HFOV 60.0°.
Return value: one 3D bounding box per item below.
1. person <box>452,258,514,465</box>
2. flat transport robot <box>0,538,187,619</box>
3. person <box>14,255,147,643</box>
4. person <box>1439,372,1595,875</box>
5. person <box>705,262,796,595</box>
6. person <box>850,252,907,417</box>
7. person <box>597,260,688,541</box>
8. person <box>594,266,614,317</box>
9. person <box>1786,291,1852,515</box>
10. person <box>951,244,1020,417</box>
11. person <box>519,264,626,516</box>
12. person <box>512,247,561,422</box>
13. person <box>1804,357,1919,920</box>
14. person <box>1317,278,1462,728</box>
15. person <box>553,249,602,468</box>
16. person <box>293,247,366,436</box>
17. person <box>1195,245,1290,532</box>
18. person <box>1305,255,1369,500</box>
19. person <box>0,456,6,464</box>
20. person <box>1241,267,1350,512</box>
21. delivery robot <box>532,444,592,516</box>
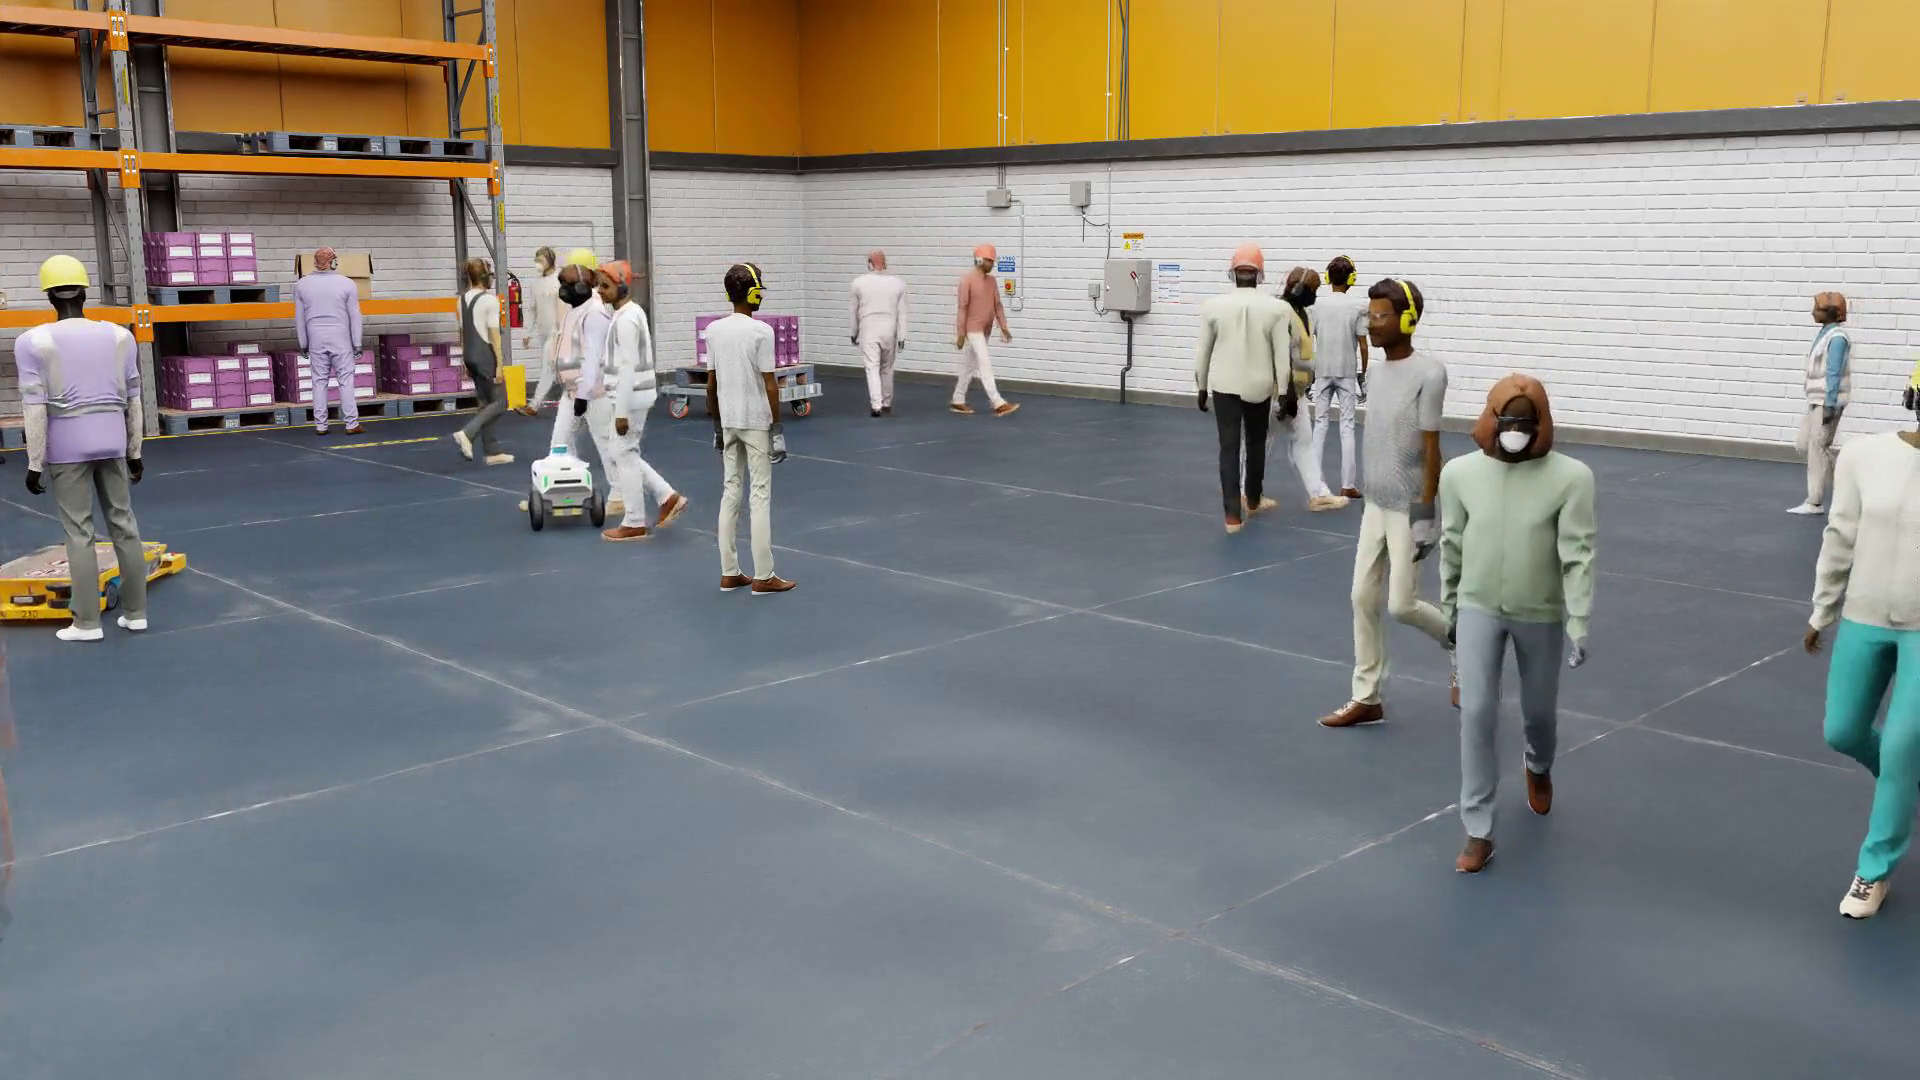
[{"bbox_3d":[-4.198,-1.539,14.503,0.510,1.827,0.622,7,13,34],"label":"person"},{"bbox_3d":[-4.932,0.200,9.285,0.652,0.197,1.431,-1,10,-4],"label":"flat transport robot"},{"bbox_3d":[-4.375,-0.447,8.299,0.383,1.923,0.590,7,13,35],"label":"person"},{"bbox_3d":[1.839,0.230,5.500,0.510,1.601,0.786,5,12,27],"label":"person"},{"bbox_3d":[-1.194,-0.623,9.407,0.511,1.872,0.328,6,12,31],"label":"person"},{"bbox_3d":[-0.923,-2.326,18.790,0.620,1.849,0.987,-3,11,-15],"label":"person"},{"bbox_3d":[-2.130,-0.899,10.923,0.482,1.865,0.617,-1,10,-6],"label":"person"},{"bbox_3d":[-4.481,-2.605,20.841,0.514,1.642,0.310,1,10,5],"label":"person"},{"bbox_3d":[6.294,-0.977,12.012,0.430,1.626,0.517,2,11,12],"label":"person"},{"bbox_3d":[0.266,-2.352,18.706,1.026,1.922,0.593,6,12,32],"label":"person"},{"bbox_3d":[-2.771,-1.047,11.866,0.865,1.804,0.647,-7,12,-32],"label":"person"},{"bbox_3d":[-4.541,-2.246,18.206,0.659,1.881,1.026,9,13,39],"label":"person"},{"bbox_3d":[2.887,0.246,5.016,0.615,1.736,0.543,-9,14,-40],"label":"person"},{"bbox_3d":[1.846,-0.138,6.794,0.664,1.857,0.524,-4,11,-23],"label":"person"},{"bbox_3d":[-3.186,-1.567,14.468,0.612,1.893,0.871,7,12,32],"label":"person"},{"bbox_3d":[-6.377,-2.004,16.869,0.659,1.908,0.402,-1,10,-3],"label":"person"},{"bbox_3d":[1.972,-1.070,11.630,0.649,1.939,1.005,2,11,10],"label":"person"},{"bbox_3d":[2.882,-1.236,12.765,0.516,1.866,0.325,5,12,25],"label":"person"},{"bbox_3d":[-8.755,-1.606,14.581,0.542,1.939,0.365,3,11,17],"label":"person"},{"bbox_3d":[2.441,-1.077,12.097,0.896,1.788,0.646,6,12,30],"label":"person"},{"bbox_3d":[-2.799,-0.428,11.674,0.477,0.478,0.707,-4,11,-20],"label":"delivery robot"}]
